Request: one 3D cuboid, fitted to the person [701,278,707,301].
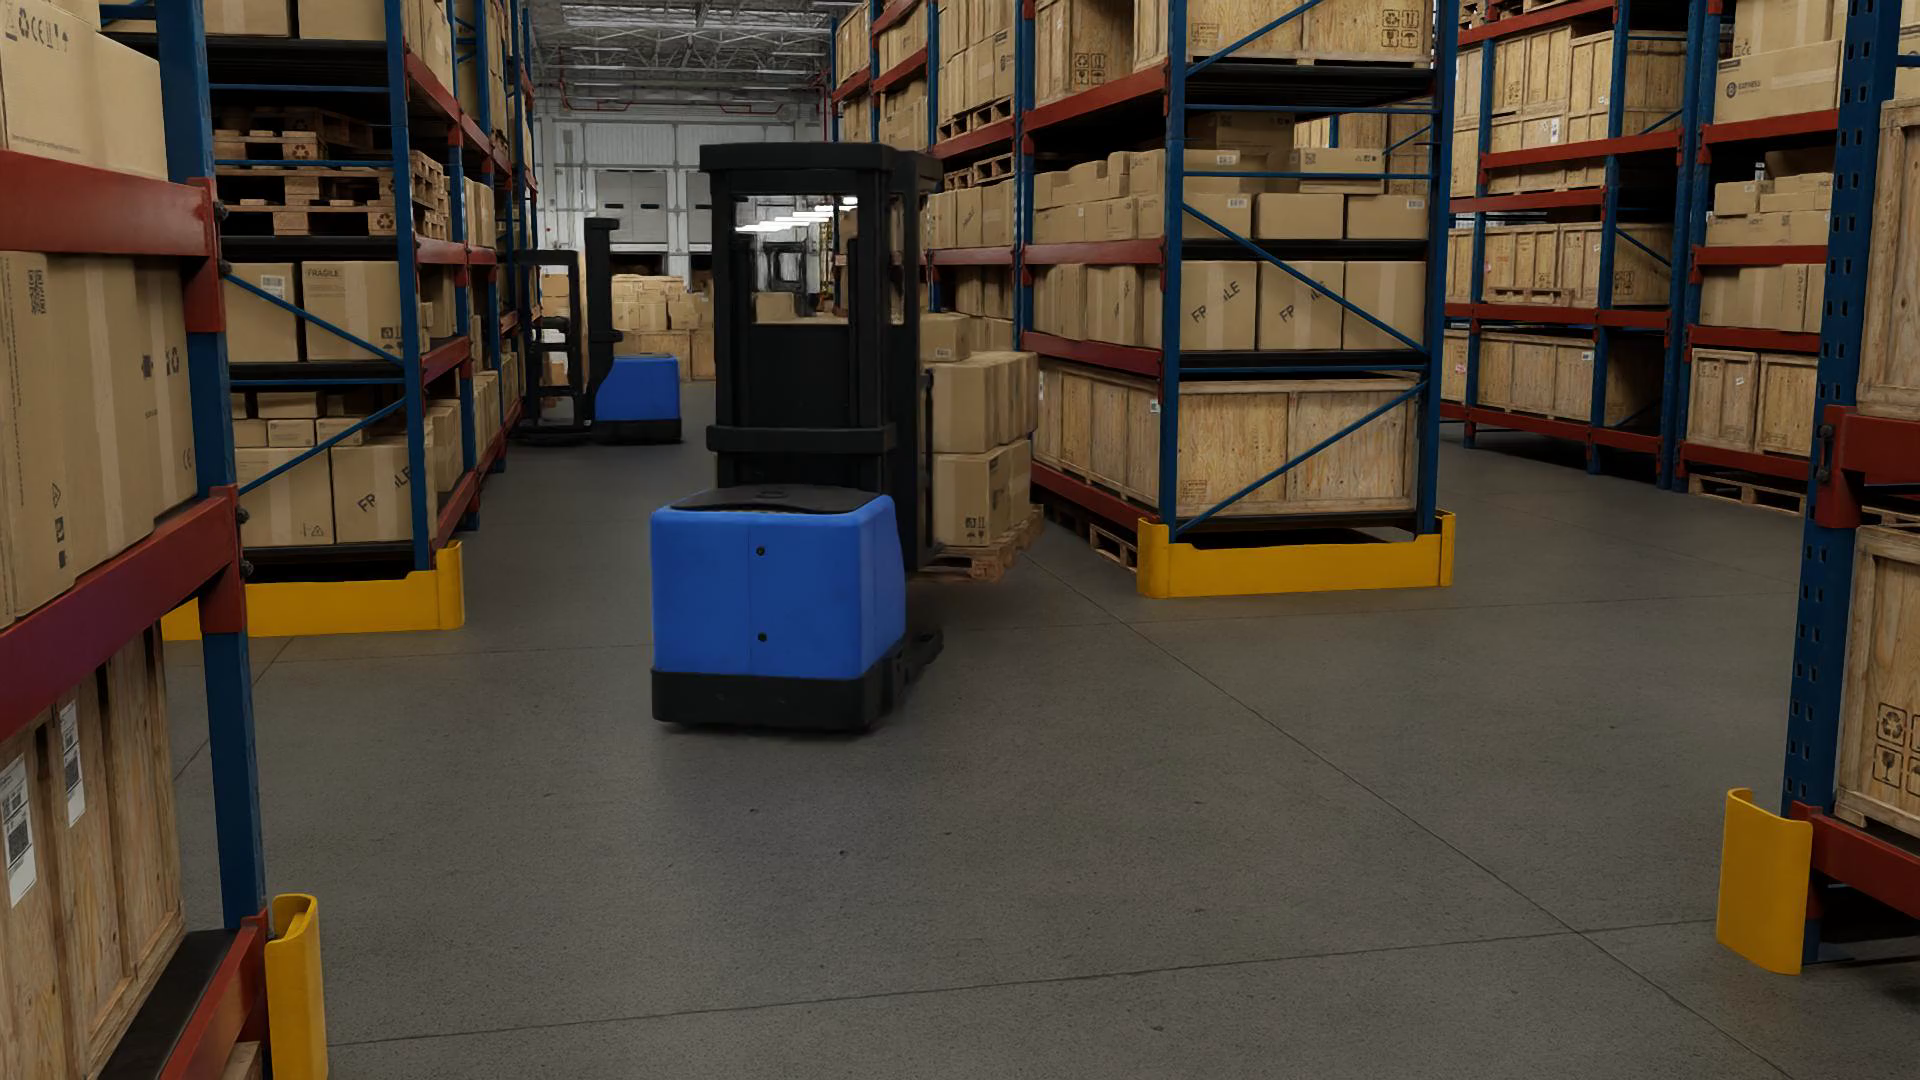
[{"bbox_3d":[-7.471,-6.941,50.119,0.816,1.903,0.660,1,9,6],"label":"person"}]

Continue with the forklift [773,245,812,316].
[{"bbox_3d":[-4.787,-6.907,46.924,1.129,2.768,1.873,1,9,5],"label":"forklift"}]

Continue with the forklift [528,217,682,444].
[{"bbox_3d":[-4.523,-2.656,21.012,1.873,2.768,1.129,-2,10,-12],"label":"forklift"}]

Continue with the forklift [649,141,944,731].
[{"bbox_3d":[-0.806,-0.600,8.483,1.129,2.768,1.873,2,9,10],"label":"forklift"}]
